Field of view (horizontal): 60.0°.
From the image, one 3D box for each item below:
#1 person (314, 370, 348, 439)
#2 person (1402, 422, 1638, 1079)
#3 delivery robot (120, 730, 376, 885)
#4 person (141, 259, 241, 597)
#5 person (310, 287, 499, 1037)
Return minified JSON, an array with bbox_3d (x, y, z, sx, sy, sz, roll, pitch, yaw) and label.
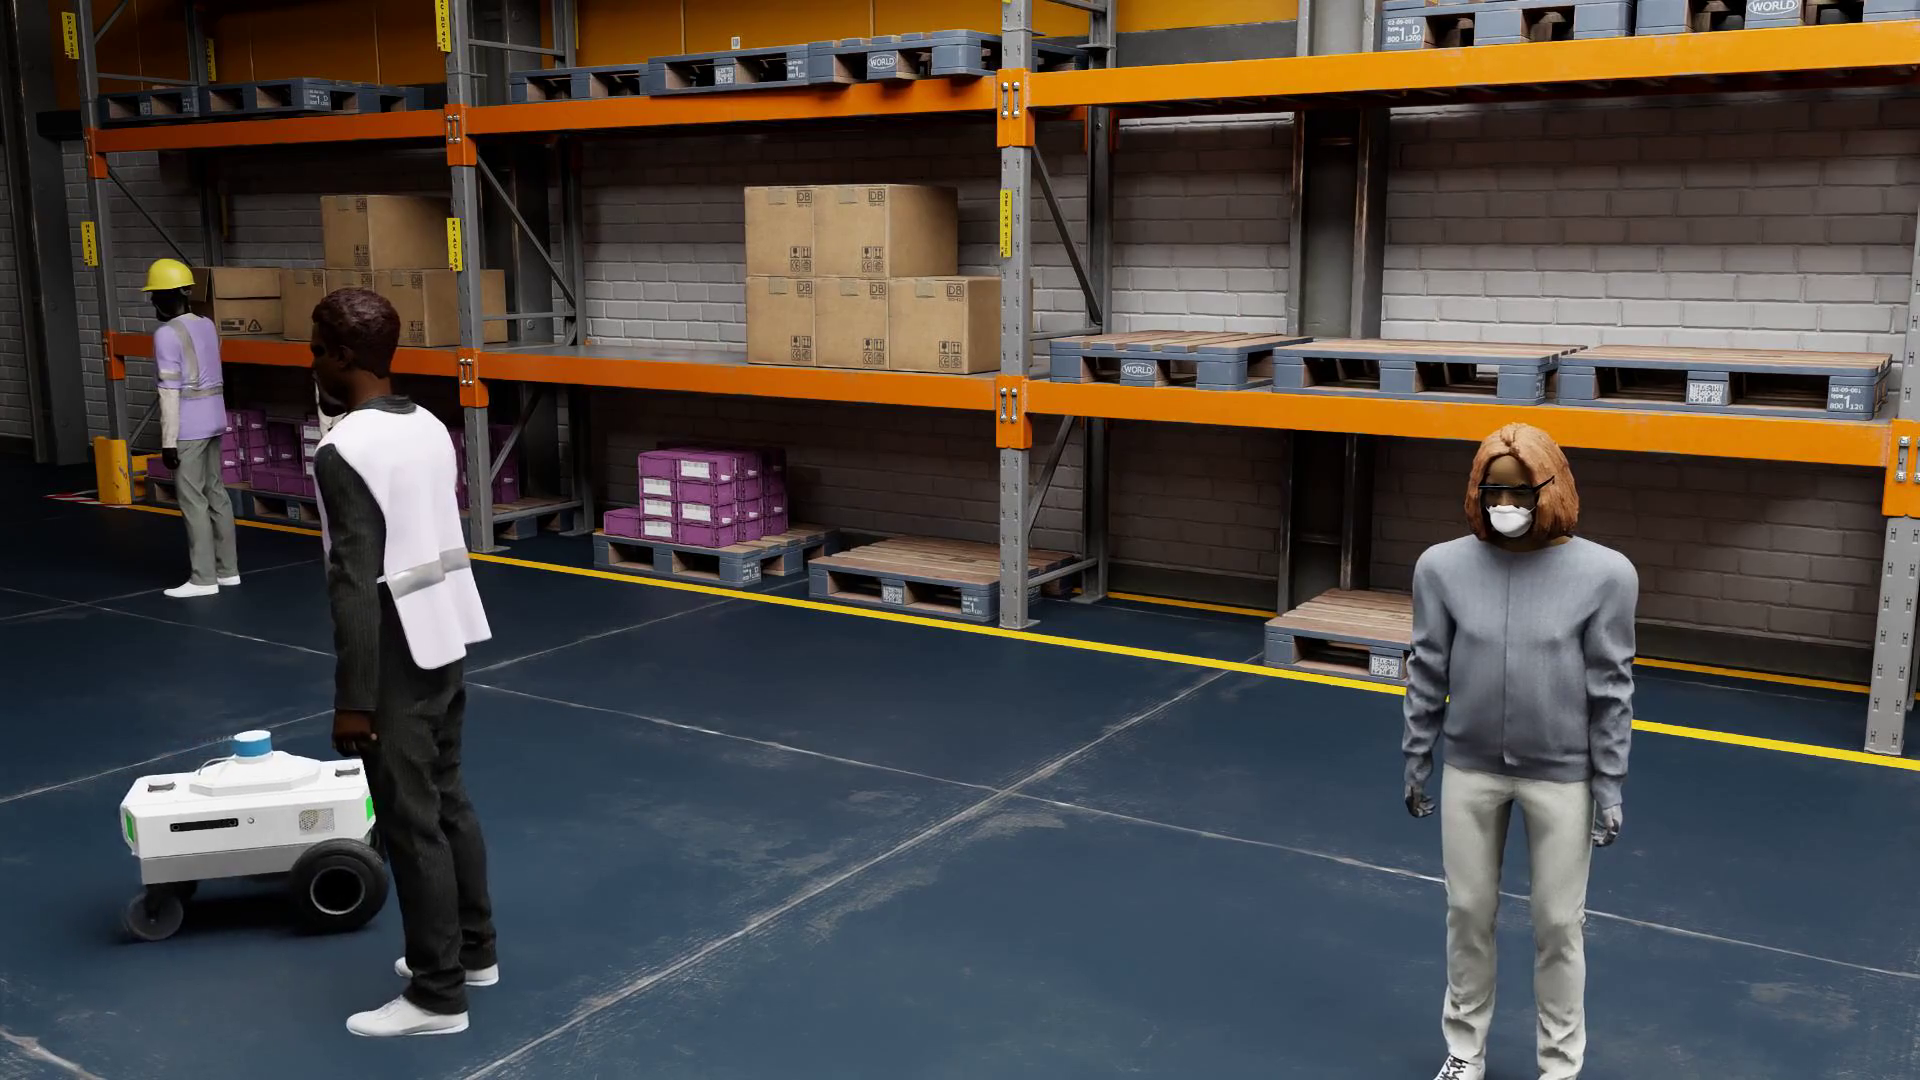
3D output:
[{"bbox_3d":[-3.726,-0.616,10.208,0.282,1.626,0.491,4,11,23],"label":"person"},{"bbox_3d":[1.252,0.542,3.788,0.503,1.623,0.299,6,12,29],"label":"person"},{"bbox_3d":[-2.101,0.815,4.975,0.707,0.478,0.477,-3,11,-15],"label":"delivery robot"},{"bbox_3d":[-4.403,-0.634,9.487,0.397,1.918,0.588,0,10,3],"label":"person"},{"bbox_3d":[-1.427,0.315,4.276,0.415,1.909,0.595,1,10,3],"label":"person"}]
